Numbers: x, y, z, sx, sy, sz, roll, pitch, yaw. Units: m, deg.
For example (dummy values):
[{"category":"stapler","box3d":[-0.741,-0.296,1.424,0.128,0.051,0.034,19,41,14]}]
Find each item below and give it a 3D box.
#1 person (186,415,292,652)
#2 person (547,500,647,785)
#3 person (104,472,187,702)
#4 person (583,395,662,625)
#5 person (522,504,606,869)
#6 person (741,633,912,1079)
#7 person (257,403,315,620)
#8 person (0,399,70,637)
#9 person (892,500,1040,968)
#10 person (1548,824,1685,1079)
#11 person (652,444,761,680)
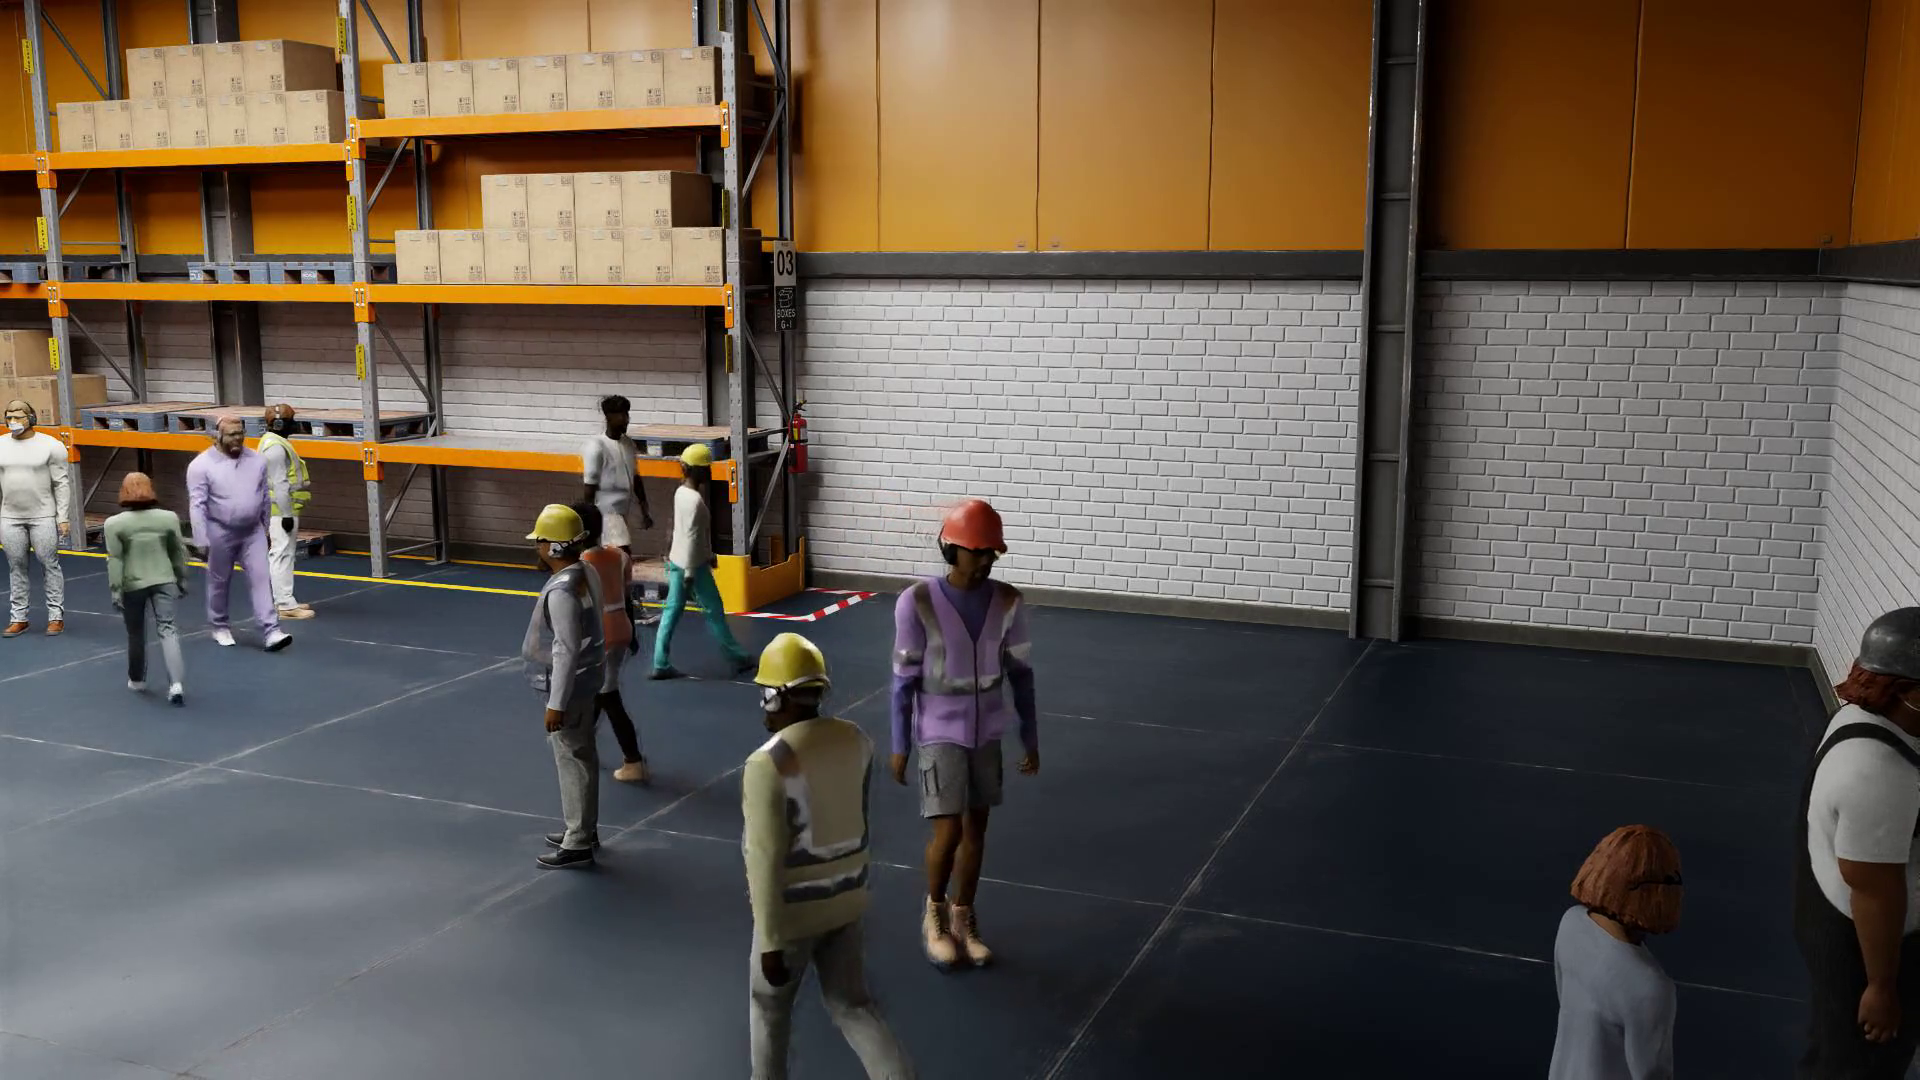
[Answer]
[{"category":"person","box3d":[-5.622,-0.041,12.941,0.995,1.850,0.677,9,13,43]},{"category":"person","box3d":[-2.180,0.591,9.716,0.879,1.643,0.543,5,11,28]},{"category":"person","box3d":[-5.630,0.320,11.559,0.516,1.594,0.849,-7,12,-38]},{"category":"person","box3d":[-2.803,-0.248,14.002,0.928,1.924,0.618,3,10,20]},{"category":"person","box3d":[-1.984,0.728,8.360,0.404,1.833,0.588,-1,9,-3]},{"category":"person","box3d":[-0.446,1.217,5.526,0.793,1.799,0.598,9,13,42]},{"category":"person","box3d":[-5.771,-0.246,14.231,0.430,1.845,0.619,-5,10,-26]},{"category":"person","box3d":[-7.561,-0.176,13.516,0.627,1.941,0.370,-2,9,-9]},{"category":"person","box3d":[0.044,0.836,7.091,0.648,2.031,0.460,-5,11,-27]},{"category":"person","box3d":[1.656,1.510,4.251,0.282,1.624,0.493,-1,9,-8]},{"category":"person","box3d":[-1.857,0.161,12.121,0.895,1.723,0.527,-4,10,-24]}]
